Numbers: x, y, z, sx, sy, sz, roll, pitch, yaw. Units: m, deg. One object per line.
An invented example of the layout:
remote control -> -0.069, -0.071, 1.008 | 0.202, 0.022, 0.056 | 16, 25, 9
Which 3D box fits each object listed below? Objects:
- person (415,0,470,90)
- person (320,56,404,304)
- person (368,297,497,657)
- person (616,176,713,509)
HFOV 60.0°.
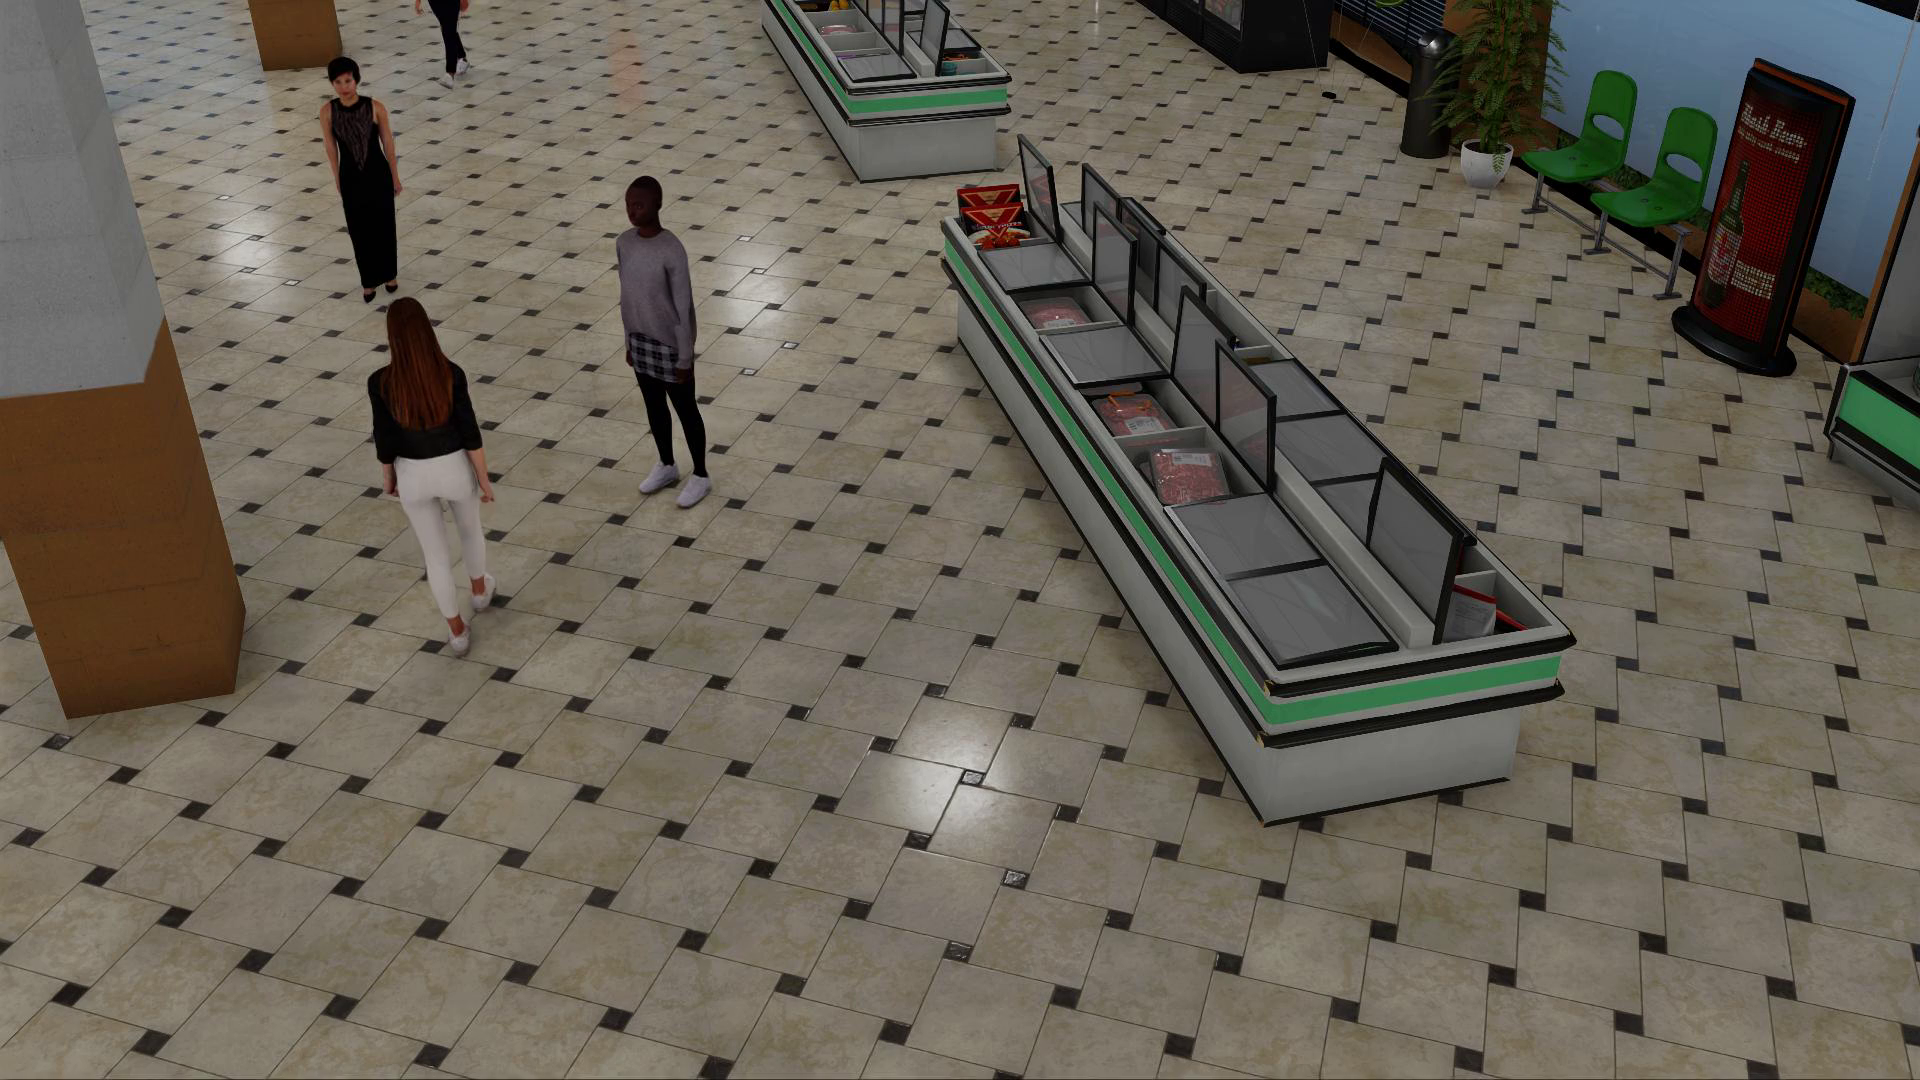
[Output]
person -> -4.635, -4.909, 14.964 | 0.818, 1.579, 1.208 | 1, 32, 2
person -> -3.879, -2.385, 10.899 | 0.591, 1.589, 0.638 | -10, 33, -16
person -> -2.310, -0.231, 7.343 | 0.615, 1.689, 0.789 | -9, 33, -13
person -> -1.518, -1.020, 8.535 | 0.664, 1.770, 0.739 | 19, 37, 28
